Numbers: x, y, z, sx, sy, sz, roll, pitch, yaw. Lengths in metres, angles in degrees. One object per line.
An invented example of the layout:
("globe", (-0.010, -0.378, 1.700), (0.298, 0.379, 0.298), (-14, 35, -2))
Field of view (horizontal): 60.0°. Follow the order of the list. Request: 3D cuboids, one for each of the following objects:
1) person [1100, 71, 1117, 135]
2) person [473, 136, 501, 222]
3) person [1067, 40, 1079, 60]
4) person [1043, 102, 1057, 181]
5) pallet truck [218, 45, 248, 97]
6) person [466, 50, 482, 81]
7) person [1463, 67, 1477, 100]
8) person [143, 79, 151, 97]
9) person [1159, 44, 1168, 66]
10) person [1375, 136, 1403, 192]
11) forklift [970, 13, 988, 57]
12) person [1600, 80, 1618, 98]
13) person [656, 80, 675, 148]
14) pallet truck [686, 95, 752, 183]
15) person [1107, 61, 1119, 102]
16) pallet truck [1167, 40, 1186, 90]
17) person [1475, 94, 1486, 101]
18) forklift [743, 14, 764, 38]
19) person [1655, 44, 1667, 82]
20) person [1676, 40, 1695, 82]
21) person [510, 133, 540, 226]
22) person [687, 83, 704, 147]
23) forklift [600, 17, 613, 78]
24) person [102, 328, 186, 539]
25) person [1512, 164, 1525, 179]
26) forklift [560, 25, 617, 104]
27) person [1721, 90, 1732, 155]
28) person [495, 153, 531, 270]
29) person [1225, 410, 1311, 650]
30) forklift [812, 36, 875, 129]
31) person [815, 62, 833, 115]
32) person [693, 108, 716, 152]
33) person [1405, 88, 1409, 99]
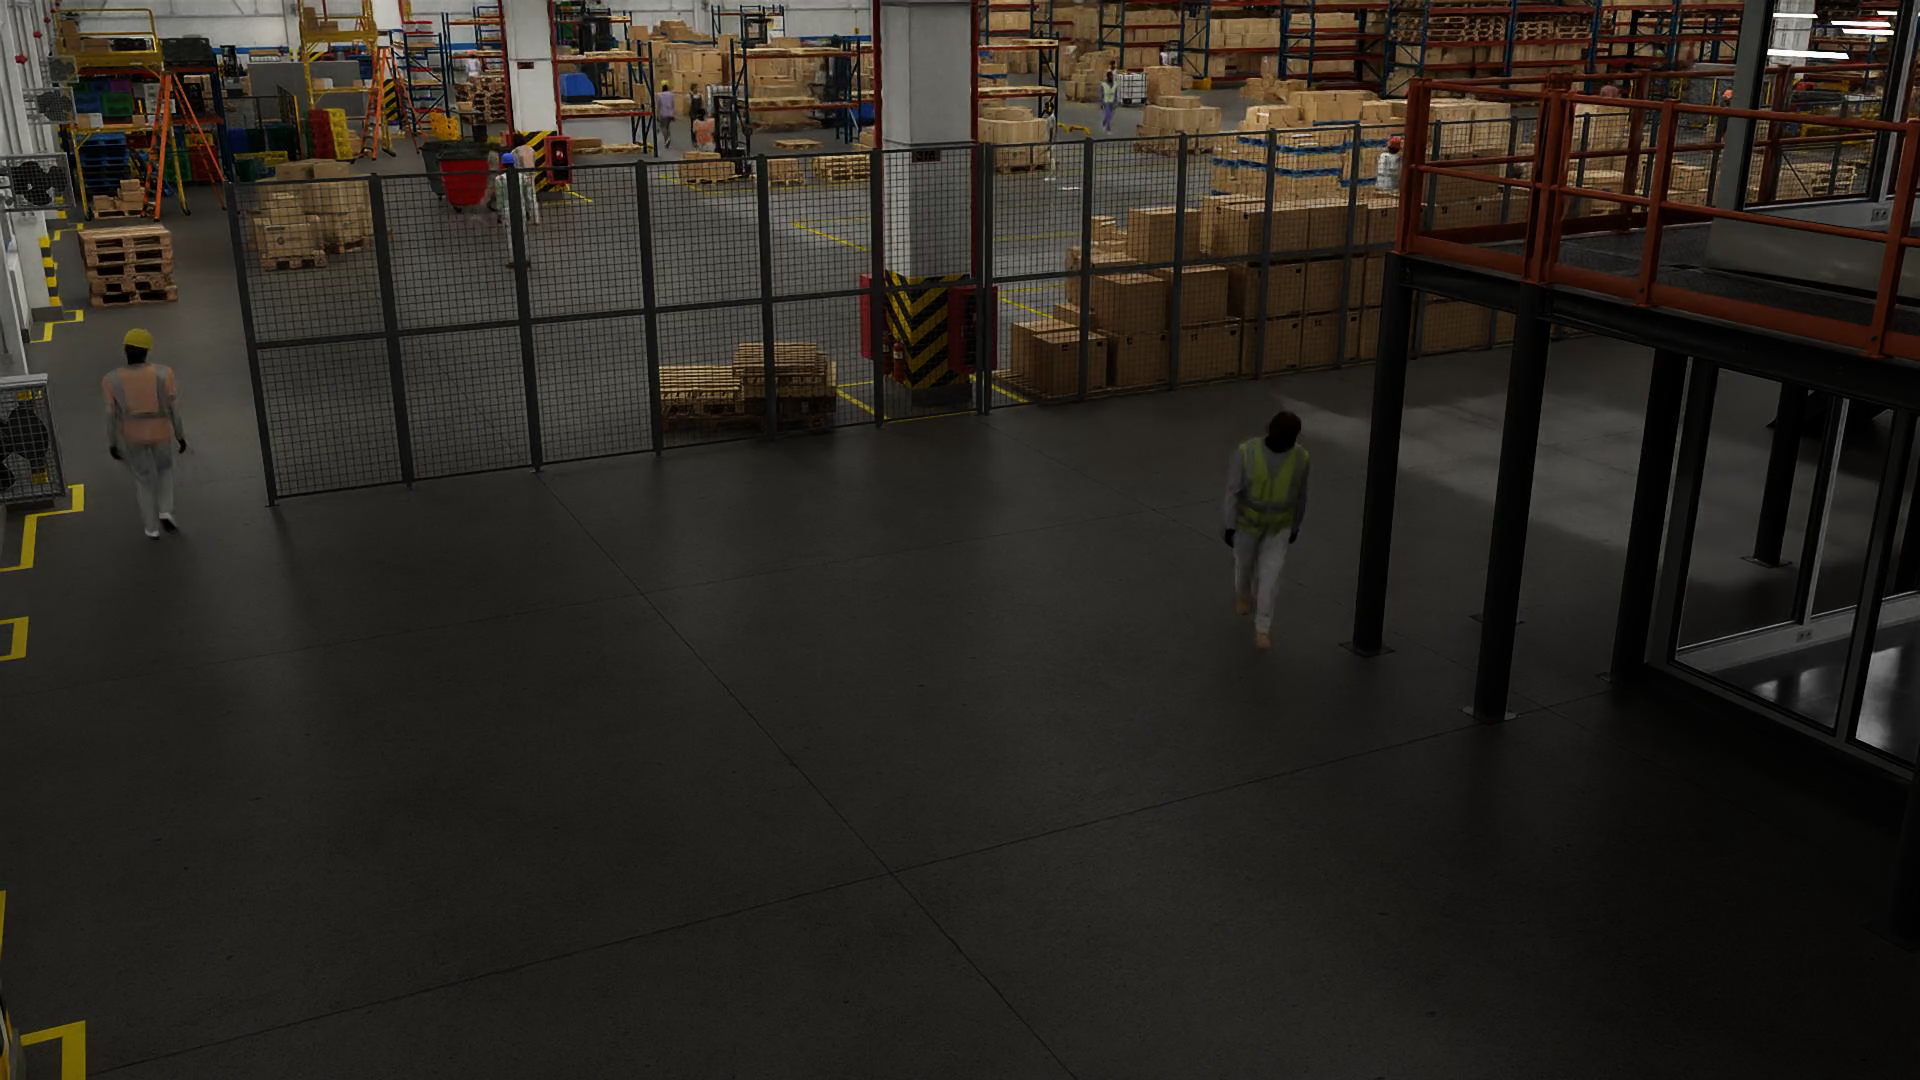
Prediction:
("person", (4.533, -13.440, 51.120), (0.597, 1.897, 0.667), (-10, 22, -28))
("person", (-9.453, -7.279, 33.572), (0.909, 1.696, 0.506), (-3, 19, -9))
("person", (5.352, -22.870, 78.890), (0.528, 1.610, 0.768), (7, 20, 20))
("person", (2.164, -9.578, 39.988), (0.328, 1.859, 0.502), (0, 19, 0))
("pallet truck", (-28.879, -18.665, 66.111), (0.823, 1.965, 1.885), (-3, 19, -9))
("person", (-18.509, -17.708, 63.437), (0.567, 1.926, 0.399), (0, 19, 1))
("person", (16.103, -14.002, 52.680), (0.613, 1.949, 0.676), (-10, 22, -28))
("person", (-25.038, -13.437, 51.509), (0.515, 1.634, 0.314), (10, 21, 26))
("person", (8.373, -19.455, 68.538), (0.535, 1.899, 0.600), (12, 22, 31))
("person", (8.110, -6.722, 31.627), (0.438, 1.907, 0.580), (-3, 19, -8))
("forklift", (0.454, -24.004, 80.252), (1.129, 2.768, 1.873), (-12, 23, -32))
("person", (20.007, -13.472, 51.419), (0.558, 1.743, 0.503), (5, 20, 14))
("person", (-8.302, -12.038, 47.048), (0.598, 1.900, 0.482), (-14, 24, -36))
("pallet truck", (-5.836, -9.608, 39.856), (0.823, 1.965, 1.885), (10, 22, 27))
("person", (5.260, -15.622, 57.499), (0.416, 1.852, 0.562), (18, 26, 41))
("pallet truck", (9.045, -19.971, 69.895), (0.823, 1.965, 1.885), (-3, 19, -8))
("person", (13.009, -10.274, 41.722), (0.680, 2.000, 0.843), (-4, 19, -10))
("forklift", (-9.687, -23.327, 78.290), (1.129, 2.768, 1.873), (-9, 21, -25))
("person", (31.457, -21.371, 74.465), (0.549, 1.642, 0.858), (-8, 21, -22))
("person", (31.860, -20.899, 72.773), (0.881, 1.875, 0.651), (11, 22, 30))
("person", (-8.620, -7.088, 32.815), (0.430, 1.837, 0.620), (12, 22, 31))
("person", (-7.437, -12.024, 47.165), (0.507, 1.788, 0.966), (-11, 22, -28))
("forklift", (-15.425, -21.421, 72.767), (1.873, 2.768, 1.129), (-6, 20, -17))
("person", (-7.295, -0.943, 14.891), (0.638, 1.891, 0.440), (-9, 21, -25))
("person", (8.868, -5.075, 26.802), (0.371, 1.941, 0.627), (-5, 20, -15))
("forklift", (-14.054, -17.892, 62.535), (1.873, 2.768, 1.129), (-9, 21, -25))
("person", (19.332, -10.348, 42.005), (0.395, 1.994, 0.613), (12, 23, 32))
("person", (-7.600, -5.589, 28.280), (0.612, 1.946, 0.405), (-16, 25, -38))
("person", (2.339, -0.151, 12.770), (0.638, 1.788, 0.953), (2, 19, 5))
("forklift", (-3.718, -14.590, 52.964), (1.873, 2.768, 1.129), (-9, 21, -25))
("person", (-4.494, -14.930, 55.432), (0.634, 1.910, 0.903), (-4, 19, -10))
("person", (-6.288, -9.861, 41.110), (0.570, 1.650, 0.822), (5, 20, 14))
("person", (11.650, -10.800, 43.400), (0.546, 1.939, 0.375), (-2, 19, -5))
